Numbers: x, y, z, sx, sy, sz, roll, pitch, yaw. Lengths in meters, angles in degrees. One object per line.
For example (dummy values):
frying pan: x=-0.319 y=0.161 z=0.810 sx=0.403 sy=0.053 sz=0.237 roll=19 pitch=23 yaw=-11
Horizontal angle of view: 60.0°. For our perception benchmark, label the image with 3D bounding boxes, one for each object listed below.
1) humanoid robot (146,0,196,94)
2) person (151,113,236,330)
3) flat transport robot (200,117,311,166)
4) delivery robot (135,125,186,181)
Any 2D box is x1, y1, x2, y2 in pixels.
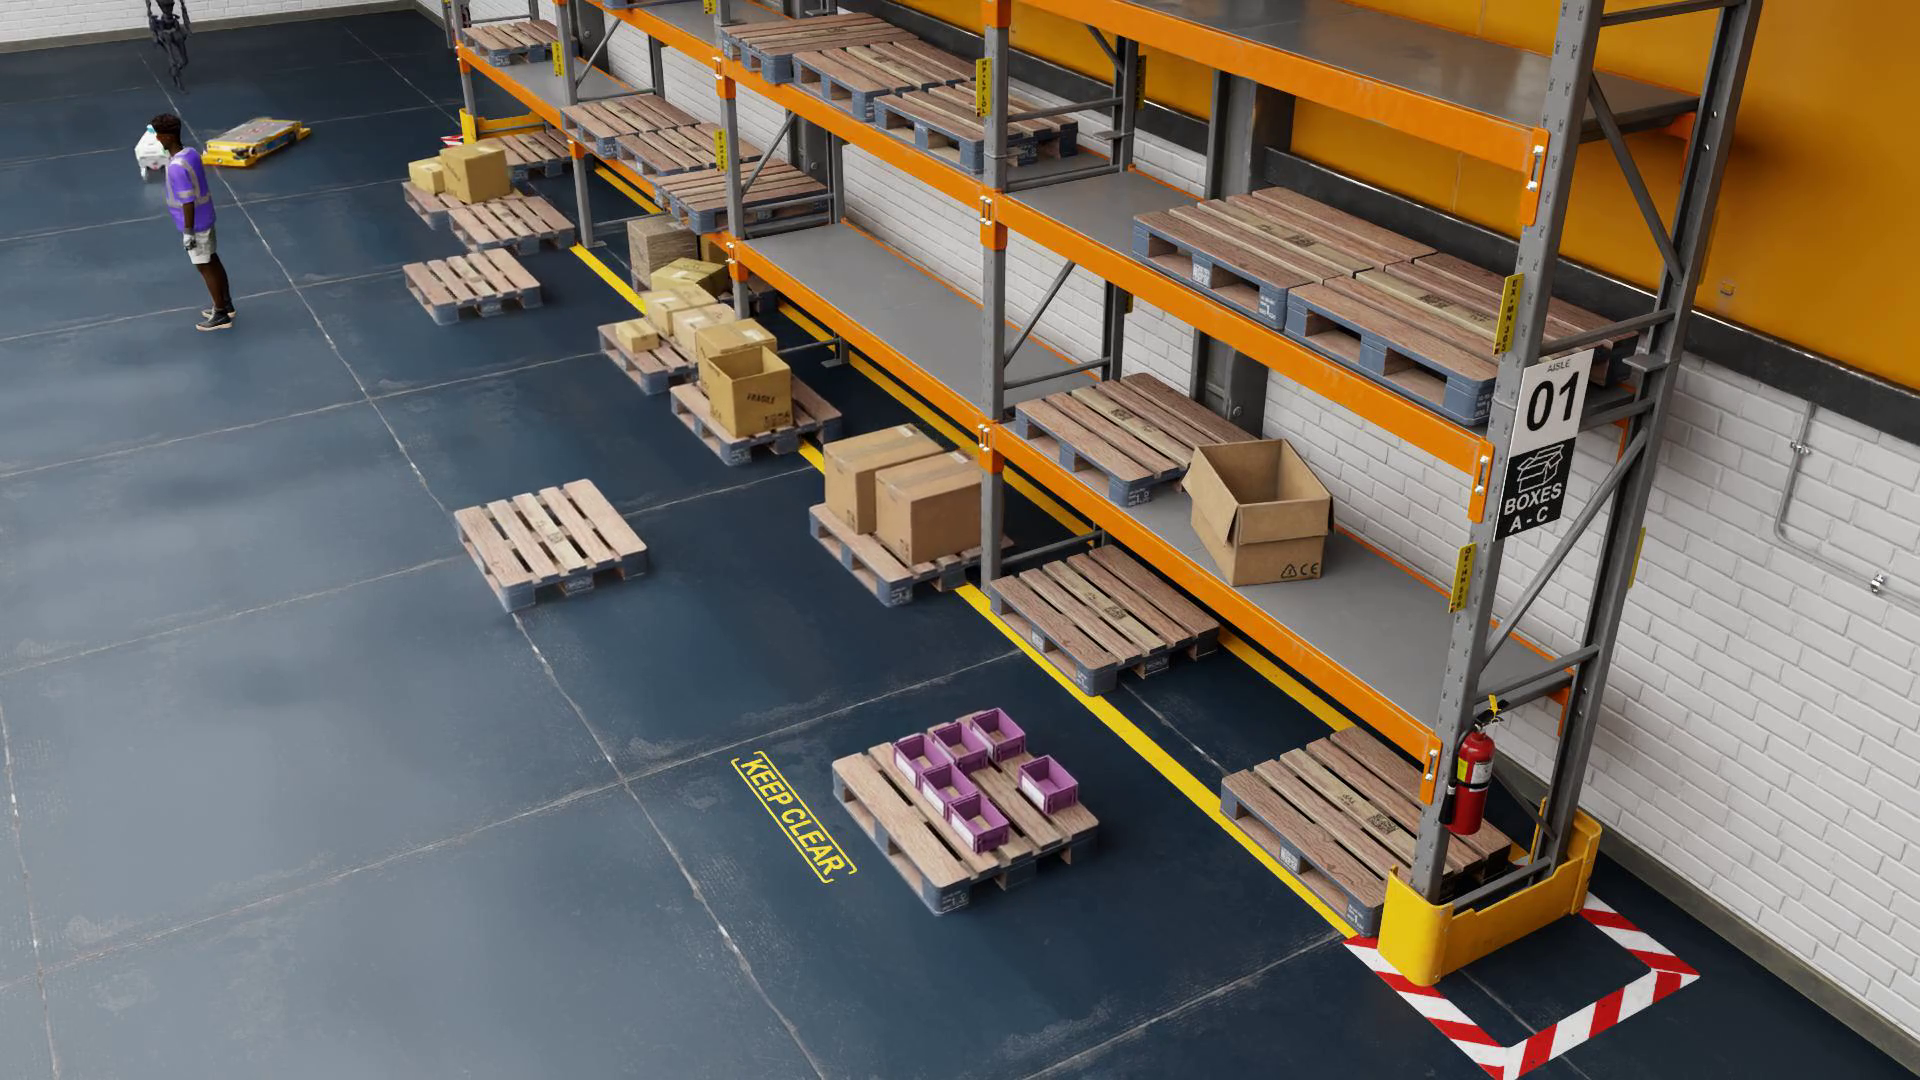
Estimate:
humanoid robot: x=-10.667 y=-6.870 z=22.336 sx=0.583 sy=1.638 sz=0.585 roll=21 pitch=36 yaw=32
person: x=-6.891 y=-2.862 z=14.964 sx=0.366 sy=1.962 sz=0.608 roll=-5 pitch=30 yaw=-8
flat transport robot: x=-8.560 y=-4.830 z=20.159 sx=0.659 sy=0.231 sz=1.431 roll=6 pitch=30 yaw=11
delivery robot: x=-9.318 y=-4.522 z=19.329 sx=0.499 sy=0.599 sz=0.784 roll=-7 pitch=30 yaw=-12
